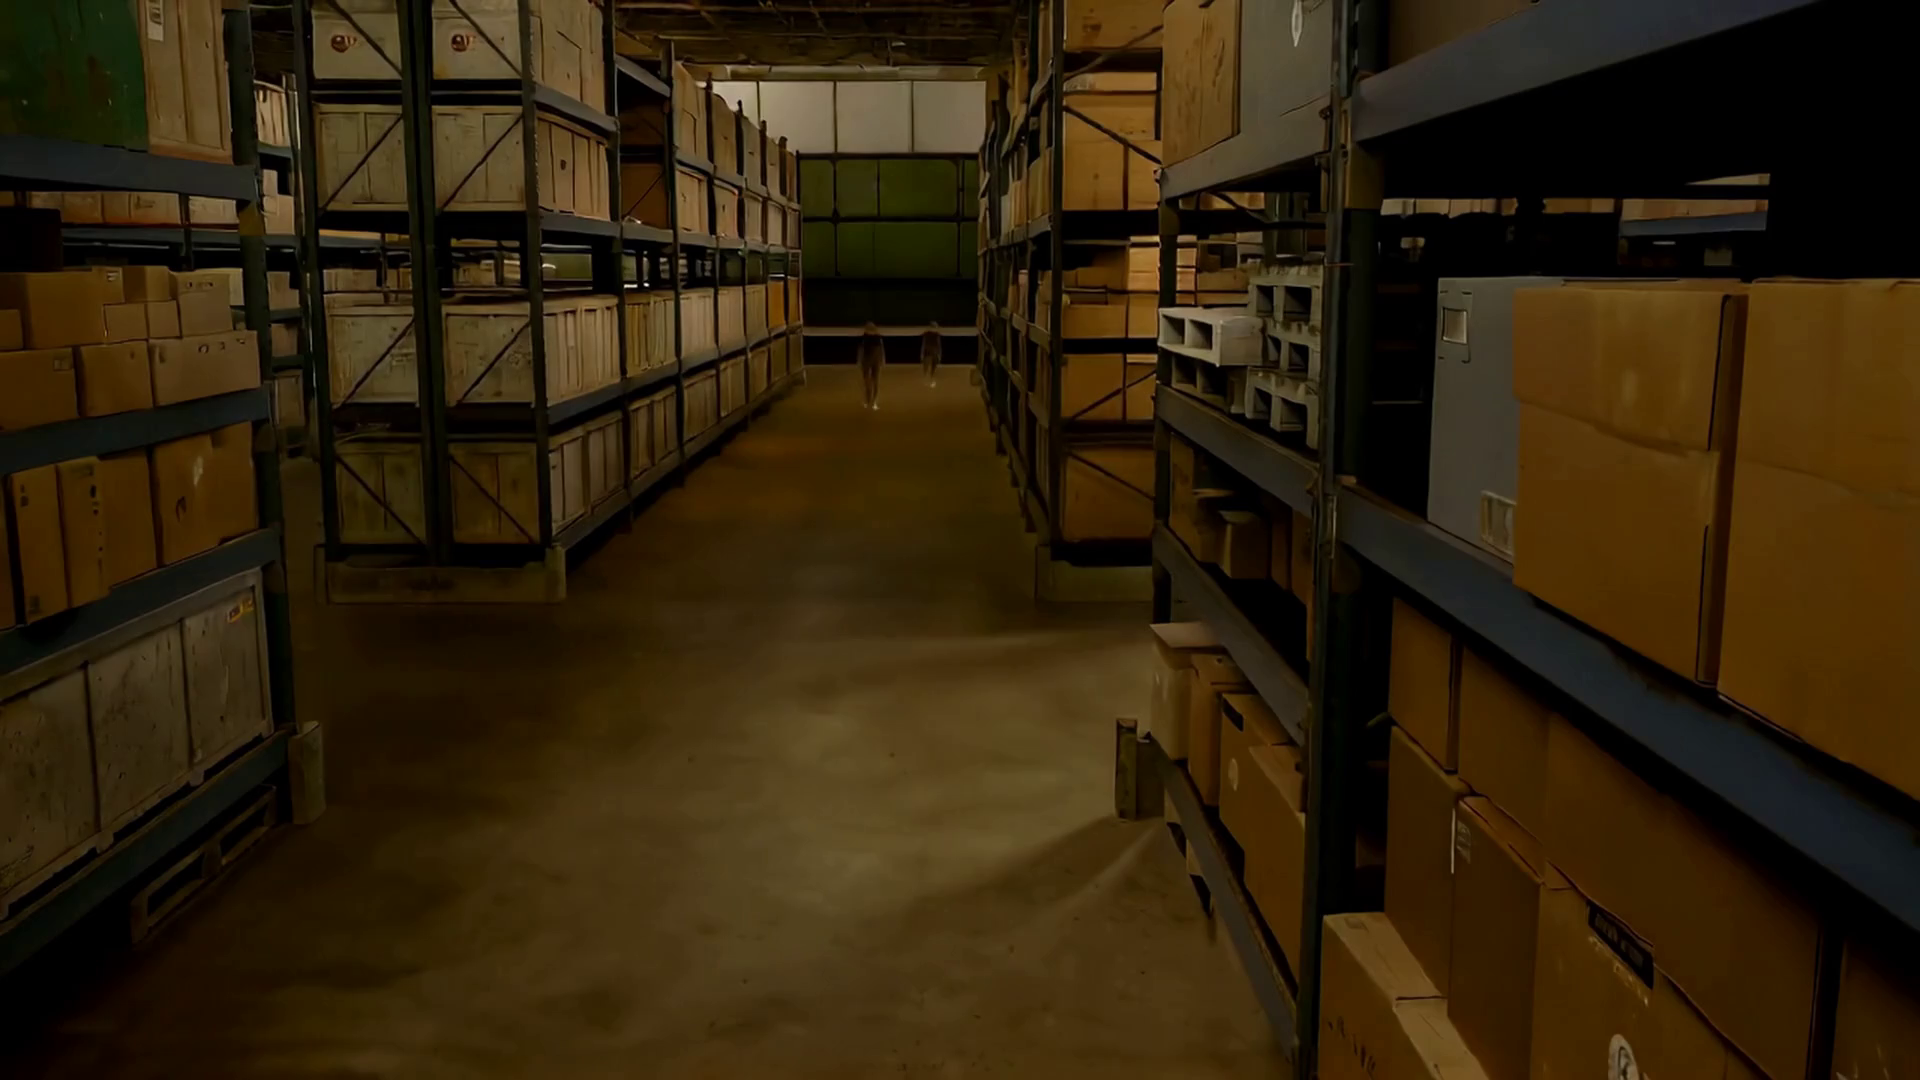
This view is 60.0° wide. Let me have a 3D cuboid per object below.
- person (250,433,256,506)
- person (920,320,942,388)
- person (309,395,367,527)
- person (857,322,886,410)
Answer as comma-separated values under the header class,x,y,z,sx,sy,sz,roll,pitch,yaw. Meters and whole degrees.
class,x,y,z,sx,sy,sz,roll,pitch,yaw
person,-6.813,-0.392,15.321,0.641,1.880,0.732,-5,10,-27
person,-0.732,-4.748,42.453,0.583,1.734,0.386,4,10,21
person,-7.334,-1.080,19.597,0.674,1.851,0.980,-1,9,-9
person,-1.907,-3.757,35.939,0.649,1.894,1.025,-2,9,-12
